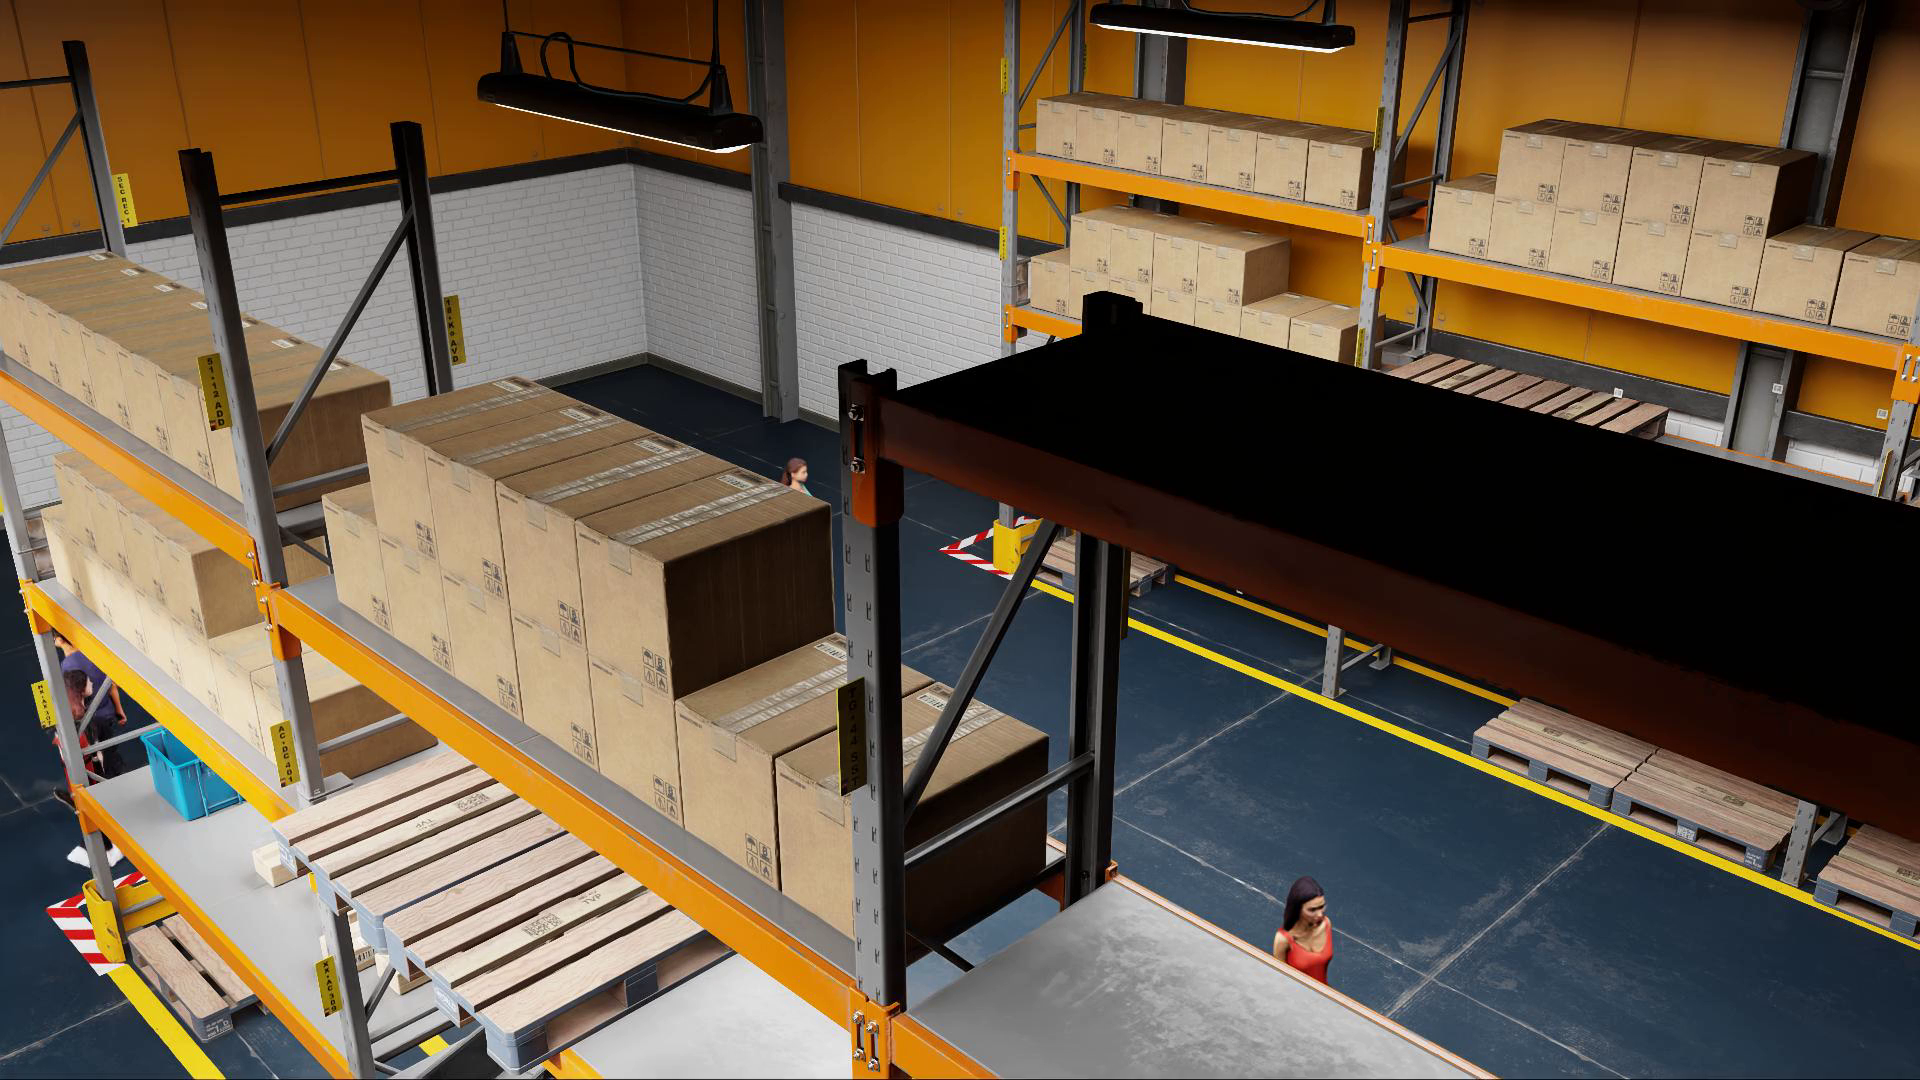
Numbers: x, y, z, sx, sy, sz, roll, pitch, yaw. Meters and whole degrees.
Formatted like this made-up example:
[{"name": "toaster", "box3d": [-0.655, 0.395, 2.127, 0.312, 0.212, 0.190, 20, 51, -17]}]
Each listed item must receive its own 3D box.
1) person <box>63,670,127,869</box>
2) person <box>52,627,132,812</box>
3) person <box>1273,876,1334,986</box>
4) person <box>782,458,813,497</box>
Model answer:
[{"name": "person", "box3d": [-6.381, 1.725, 12.076, 0.706, 1.626, 0.725, 16, 28, 31]}, {"name": "person", "box3d": [-6.507, 1.410, 12.650, 1.195, 1.743, 1.055, 3, 24, 8]}, {"name": "person", "box3d": [1.968, 2.712, 9.701, 0.613, 1.719, 0.570, -16, 28, -33]}, {"name": "person", "box3d": [-1.581, -0.074, 16.275, 0.675, 1.558, 0.637, 4, 24, 9]}]
